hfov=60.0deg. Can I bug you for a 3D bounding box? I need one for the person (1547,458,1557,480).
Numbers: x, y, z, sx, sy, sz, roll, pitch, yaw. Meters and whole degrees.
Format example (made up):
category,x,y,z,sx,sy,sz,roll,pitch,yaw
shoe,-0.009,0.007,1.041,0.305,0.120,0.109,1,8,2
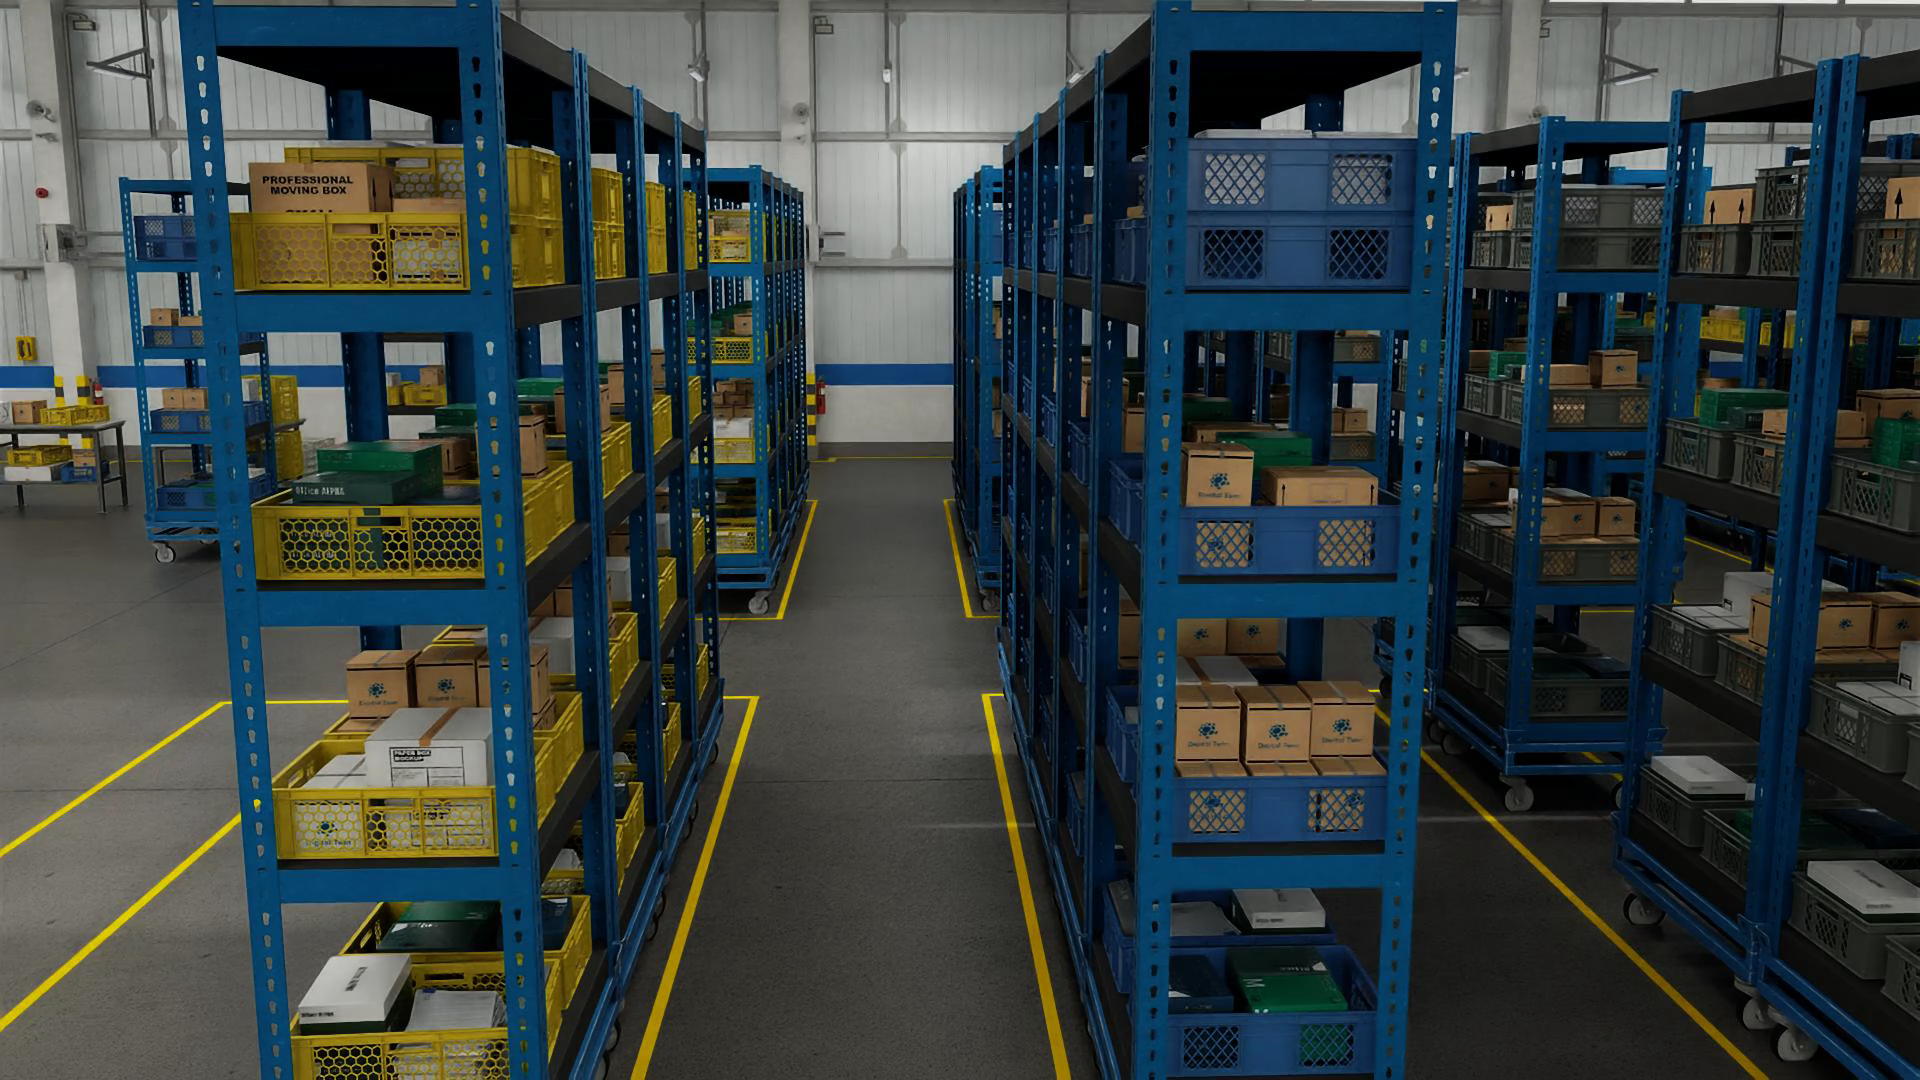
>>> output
category,x,y,z,sx,sy,sz,roll,pitch,yaw
person,6.680,-1.120,18.172,0.587,1.830,0.448,-1,10,-7
